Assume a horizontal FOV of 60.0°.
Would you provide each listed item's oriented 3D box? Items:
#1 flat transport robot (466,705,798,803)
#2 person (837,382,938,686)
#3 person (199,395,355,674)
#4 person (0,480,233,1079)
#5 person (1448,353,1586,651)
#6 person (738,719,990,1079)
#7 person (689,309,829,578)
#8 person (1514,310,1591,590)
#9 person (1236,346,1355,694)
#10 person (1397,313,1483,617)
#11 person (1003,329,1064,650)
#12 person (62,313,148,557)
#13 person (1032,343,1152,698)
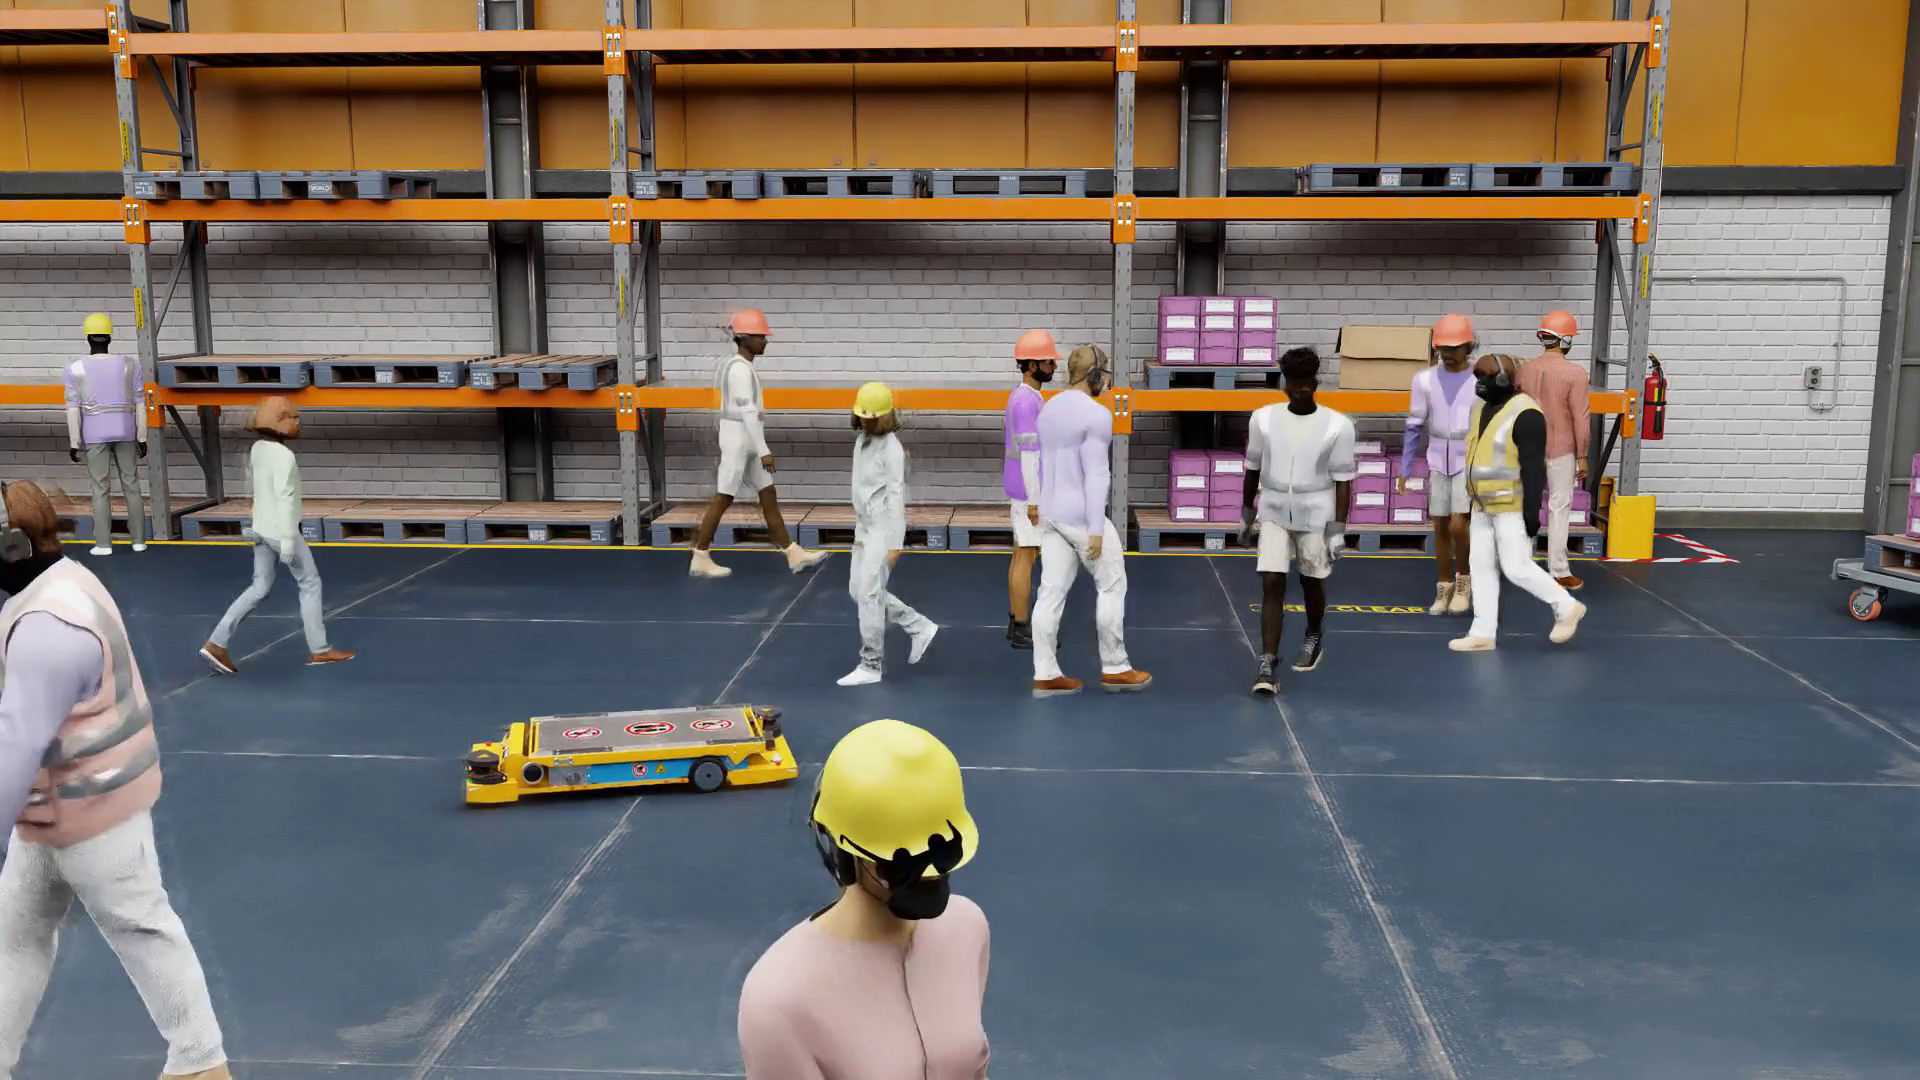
[{"bbox_3d":[-1.498,0.959,7.598,1.431,0.197,0.652,-2,10,-13],"label":"flat transport robot"},{"bbox_3d":[-0.405,-0.038,9.227,0.541,1.703,0.500,-4,11,-23],"label":"person"},{"bbox_3d":[-3.967,-0.030,9.523,0.504,1.598,0.801,9,14,44],"label":"person"},{"bbox_3d":[-2.477,0.737,4.455,0.941,1.789,0.624,-6,11,-30],"label":"person"},{"bbox_3d":[3.351,-0.215,9.989,0.707,1.816,0.647,-2,10,-12],"label":"person"},{"bbox_3d":[-0.177,1.083,2.593,0.726,1.731,0.517,9,14,44],"label":"person"},{"bbox_3d":[-1.535,-0.696,12.264,1.063,1.986,0.612,0,10,-1],"label":"person"},{"bbox_3d":[4.229,-0.638,11.906,0.376,1.995,0.612,-7,12,-36],"label":"person"},{"bbox_3d":[1.855,-0.132,9.230,0.650,1.899,1.046,4,10,21],"label":"person"},{"bbox_3d":[3.223,-0.470,10.873,0.664,2.014,0.526,8,12,38],"label":"person"},{"bbox_3d":[0.446,-0.305,10.123,0.361,1.939,0.542,0,10,-1],"label":"person"},{"bbox_3d":[-6.777,-0.829,13.226,0.584,1.927,0.367,-8,12,-39],"label":"person"},{"bbox_3d":[0.712,-0.107,9.039,0.812,1.905,0.659,-6,11,-30],"label":"person"}]
